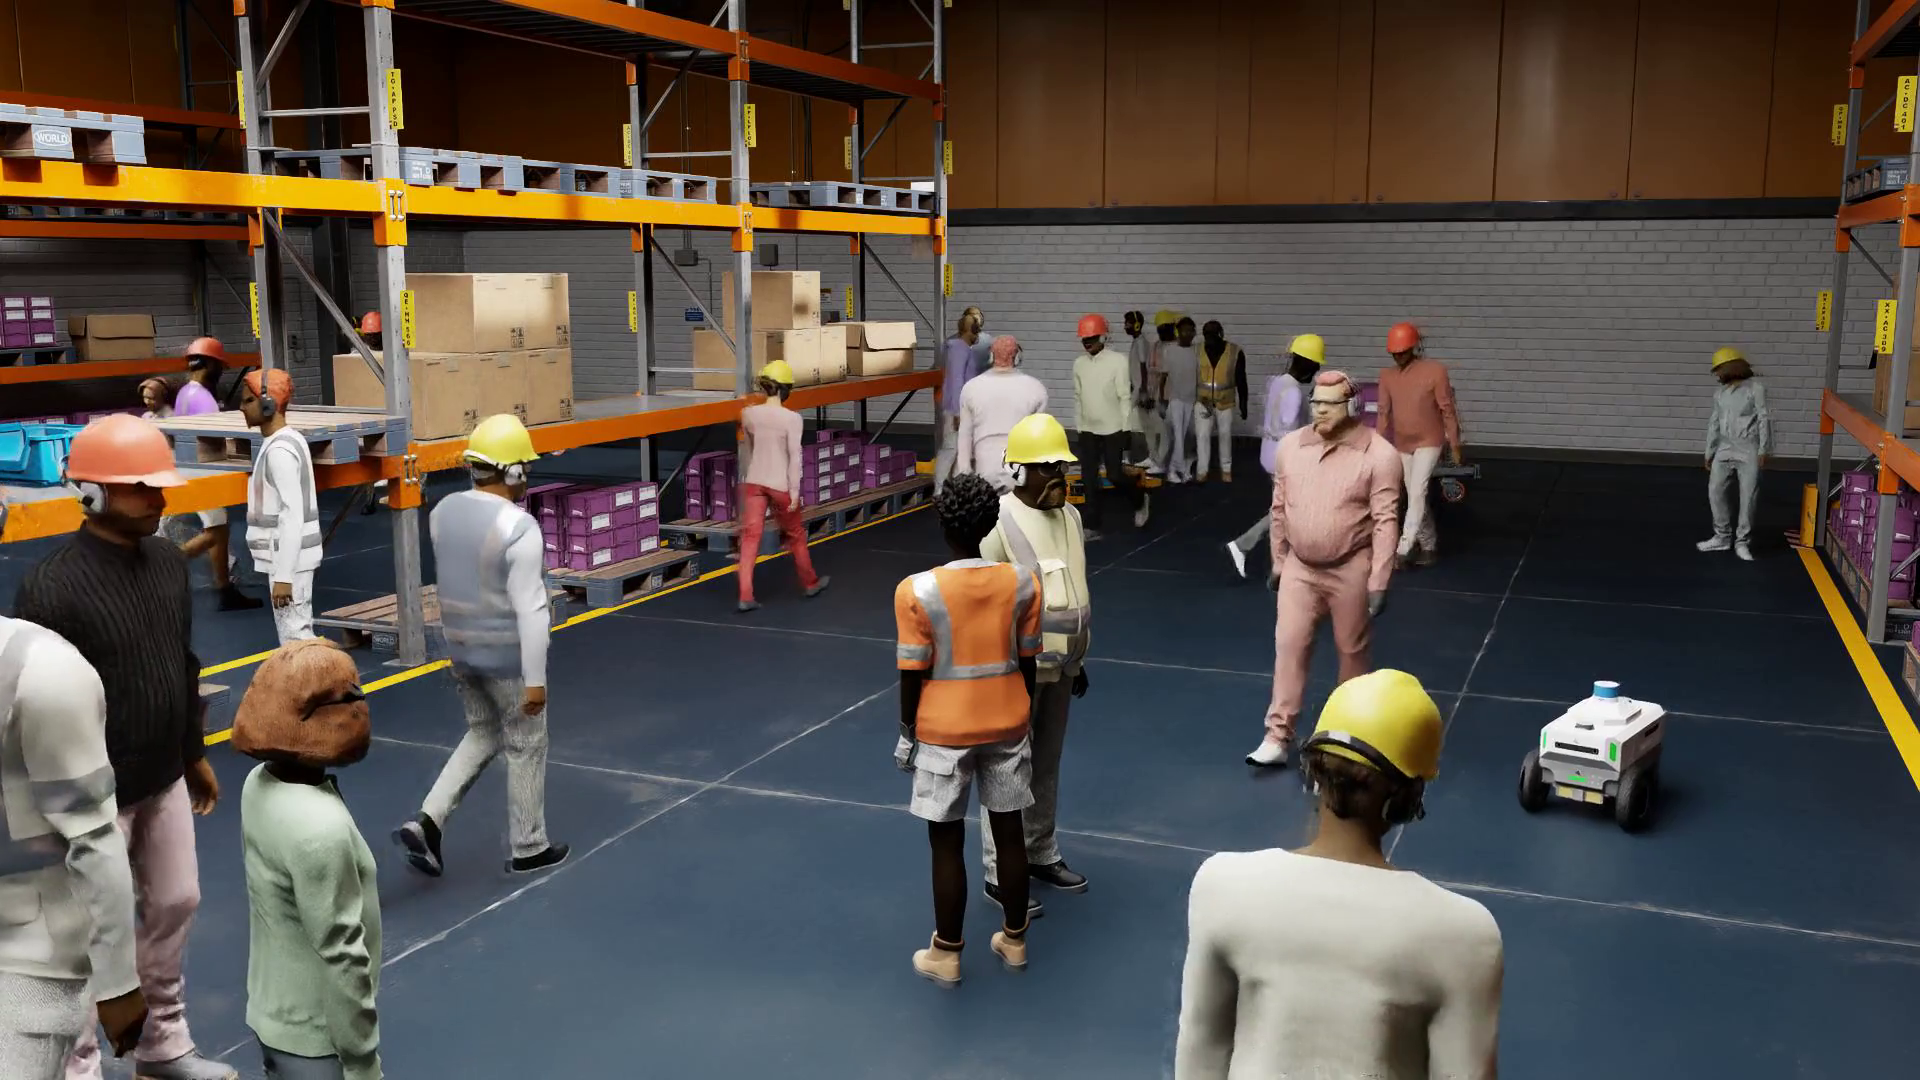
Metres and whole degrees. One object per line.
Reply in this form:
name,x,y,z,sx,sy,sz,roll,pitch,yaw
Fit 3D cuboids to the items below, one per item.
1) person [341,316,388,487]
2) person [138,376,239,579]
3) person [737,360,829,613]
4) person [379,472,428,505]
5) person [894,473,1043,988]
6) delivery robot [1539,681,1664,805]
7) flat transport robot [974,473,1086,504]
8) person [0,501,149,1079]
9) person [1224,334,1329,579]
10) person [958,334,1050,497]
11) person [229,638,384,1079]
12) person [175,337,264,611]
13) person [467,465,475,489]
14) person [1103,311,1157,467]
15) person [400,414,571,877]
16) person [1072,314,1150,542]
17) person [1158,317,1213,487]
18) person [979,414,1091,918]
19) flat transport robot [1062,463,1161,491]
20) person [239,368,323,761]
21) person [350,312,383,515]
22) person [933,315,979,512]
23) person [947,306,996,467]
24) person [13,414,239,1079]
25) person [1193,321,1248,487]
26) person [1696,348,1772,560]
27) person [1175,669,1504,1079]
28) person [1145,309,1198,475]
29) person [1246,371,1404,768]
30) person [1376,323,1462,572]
person,-6.452,-1.451,17.686,0.942,1.831,0.537,-7,12,-36
person,-5.571,-0.381,11.894,0.530,1.602,0.743,8,12,39
person,-1.266,-0.381,11.532,0.526,1.720,0.909,4,10,25
person,-5.520,-1.256,16.454,0.627,1.844,0.429,5,11,27
person,0.027,0.627,5.480,0.536,1.696,0.322,-4,10,-24
delivery robot,2.804,0.858,7.250,0.477,0.478,0.707,7,12,38
flat transport robot,0.621,-0.526,16.782,0.652,0.197,1.431,-6,11,-31
person,-1.939,0.818,3.344,0.624,2.021,0.497,6,11,31
person,2.306,-0.545,11.996,0.636,1.886,0.647,1,9,3
person,0.313,-0.505,11.770,0.653,1.891,0.513,2,10,10
person,-1.296,1.004,3.392,0.282,1.633,0.502,-7,12,-38
person,-5.193,-0.420,11.271,0.701,1.890,0.588,-6,11,-31
person,-3.687,-0.622,12.978,0.526,1.729,0.843,4,10,22
person,1.991,-1.753,19.477,0.796,1.831,0.577,1,9,8
person,-1.788,0.433,6.297,0.612,1.816,0.600,7,12,36
person,1.289,-0.969,14.365,0.646,1.963,0.740,8,13,41
person,2.432,-1.468,17.824,0.509,1.810,0.993,-2,10,-14
person,0.281,0.449,6.147,0.403,1.834,0.589,8,12,38
flat transport robot,1.362,-0.651,17.538,1.431,0.197,0.652,-6,11,-31
person,-3.242,0.118,7.998,0.337,1.882,0.584,-3,10,-20
person,-5.510,-1.197,15.820,0.549,1.932,0.375,-2,10,-13
person,-0.040,-1.218,16.088,0.468,1.895,0.697,1,9,7
person,0.124,-1.520,17.765,0.631,1.940,0.372,-1,9,-8
person,-2.256,0.648,4.527,0.461,1.978,0.632,1,9,9
person,2.750,-1.464,17.917,0.695,1.774,0.971,2,10,13
person,6.312,-0.702,13.543,0.368,1.700,0.613,-6,11,-34
person,0.609,1.068,2.781,0.554,1.708,0.919,4,10,22
person,2.454,-1.708,19.100,0.938,1.883,0.595,-7,11,-35
person,1.676,0.163,7.748,0.679,1.869,0.903,6,11,34
person,3.490,-0.711,12.905,0.987,1.919,0.672,-8,12,-39
